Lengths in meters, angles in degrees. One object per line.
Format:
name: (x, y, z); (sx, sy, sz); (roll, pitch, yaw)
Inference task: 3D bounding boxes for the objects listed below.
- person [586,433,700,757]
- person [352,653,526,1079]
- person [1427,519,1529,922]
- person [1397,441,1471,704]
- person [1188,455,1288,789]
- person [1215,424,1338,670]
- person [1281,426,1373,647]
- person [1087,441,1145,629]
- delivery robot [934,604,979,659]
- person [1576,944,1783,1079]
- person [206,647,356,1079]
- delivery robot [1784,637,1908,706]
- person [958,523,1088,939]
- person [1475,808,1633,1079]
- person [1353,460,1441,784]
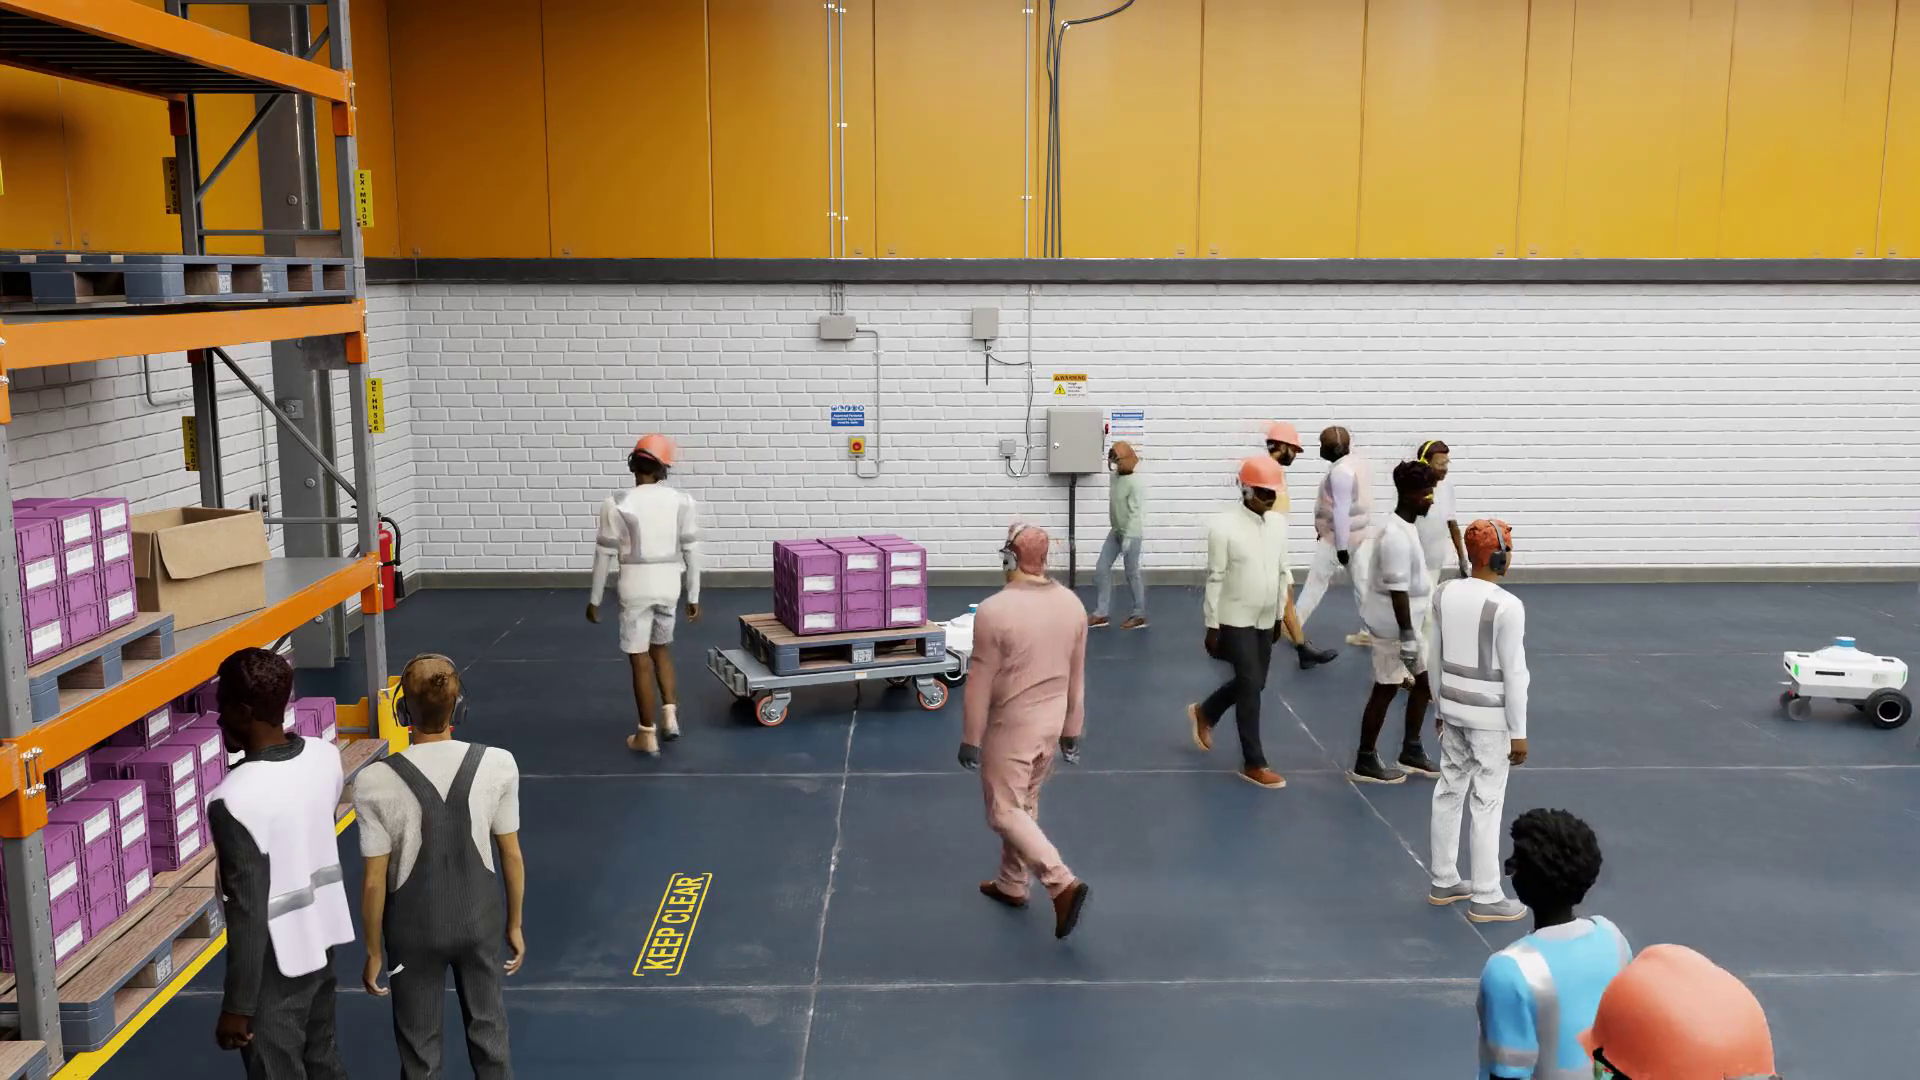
person: (-1.974, 0.346, 10.388); (0.647, 2.012, 0.462); (-7, 12, -37)
person: (-1.639, 1.262, 5.288); (0.511, 1.845, 0.341); (-5, 11, -29)
person: (2.429, 0.835, 7.786); (0.355, 1.883, 0.573); (-5, 10, -27)
person: (3.349, 0.226, 11.670); (0.536, 1.842, 0.807); (-6, 11, -34)
person: (1.672, 0.444, 9.976); (0.620, 1.961, 0.864); (-7, 11, -35)
person: (2.382, 0.056, 12.633); (1.021, 1.853, 0.581); (7, 12, 37)
person: (2.975, -0.031, 13.400); (0.956, 1.777, 0.651); (5, 11, 29)
person: (1.299, -0.026, 13.878); (0.679, 1.602, 0.519); (-4, 10, -24)
delivery robot: (0.117, 0.717, 12.285); (0.707, 0.478, 0.477); (-3, 10, -15)
person: (1.037, 1.607, 2.711); (0.614, 1.999, 1.003); (-4, 10, -22)
person: (-2.046, 1.265, 5.039); (0.377, 1.917, 0.599); (1, 9, 5)
delivery robot: (5.945, 0.896, 11.189); (0.707, 0.478, 0.477); (2, 9, 15)
person: (0.329, 0.861, 7.640); (0.647, 1.878, 0.798); (-9, 13, -43)
person: (1.469, 1.501, 4.308); (0.545, 1.674, 0.501); (-5, 11, -30)
person: (2.651, 0.495, 9.707); (0.707, 1.932, 0.627); (3, 10, 17)
